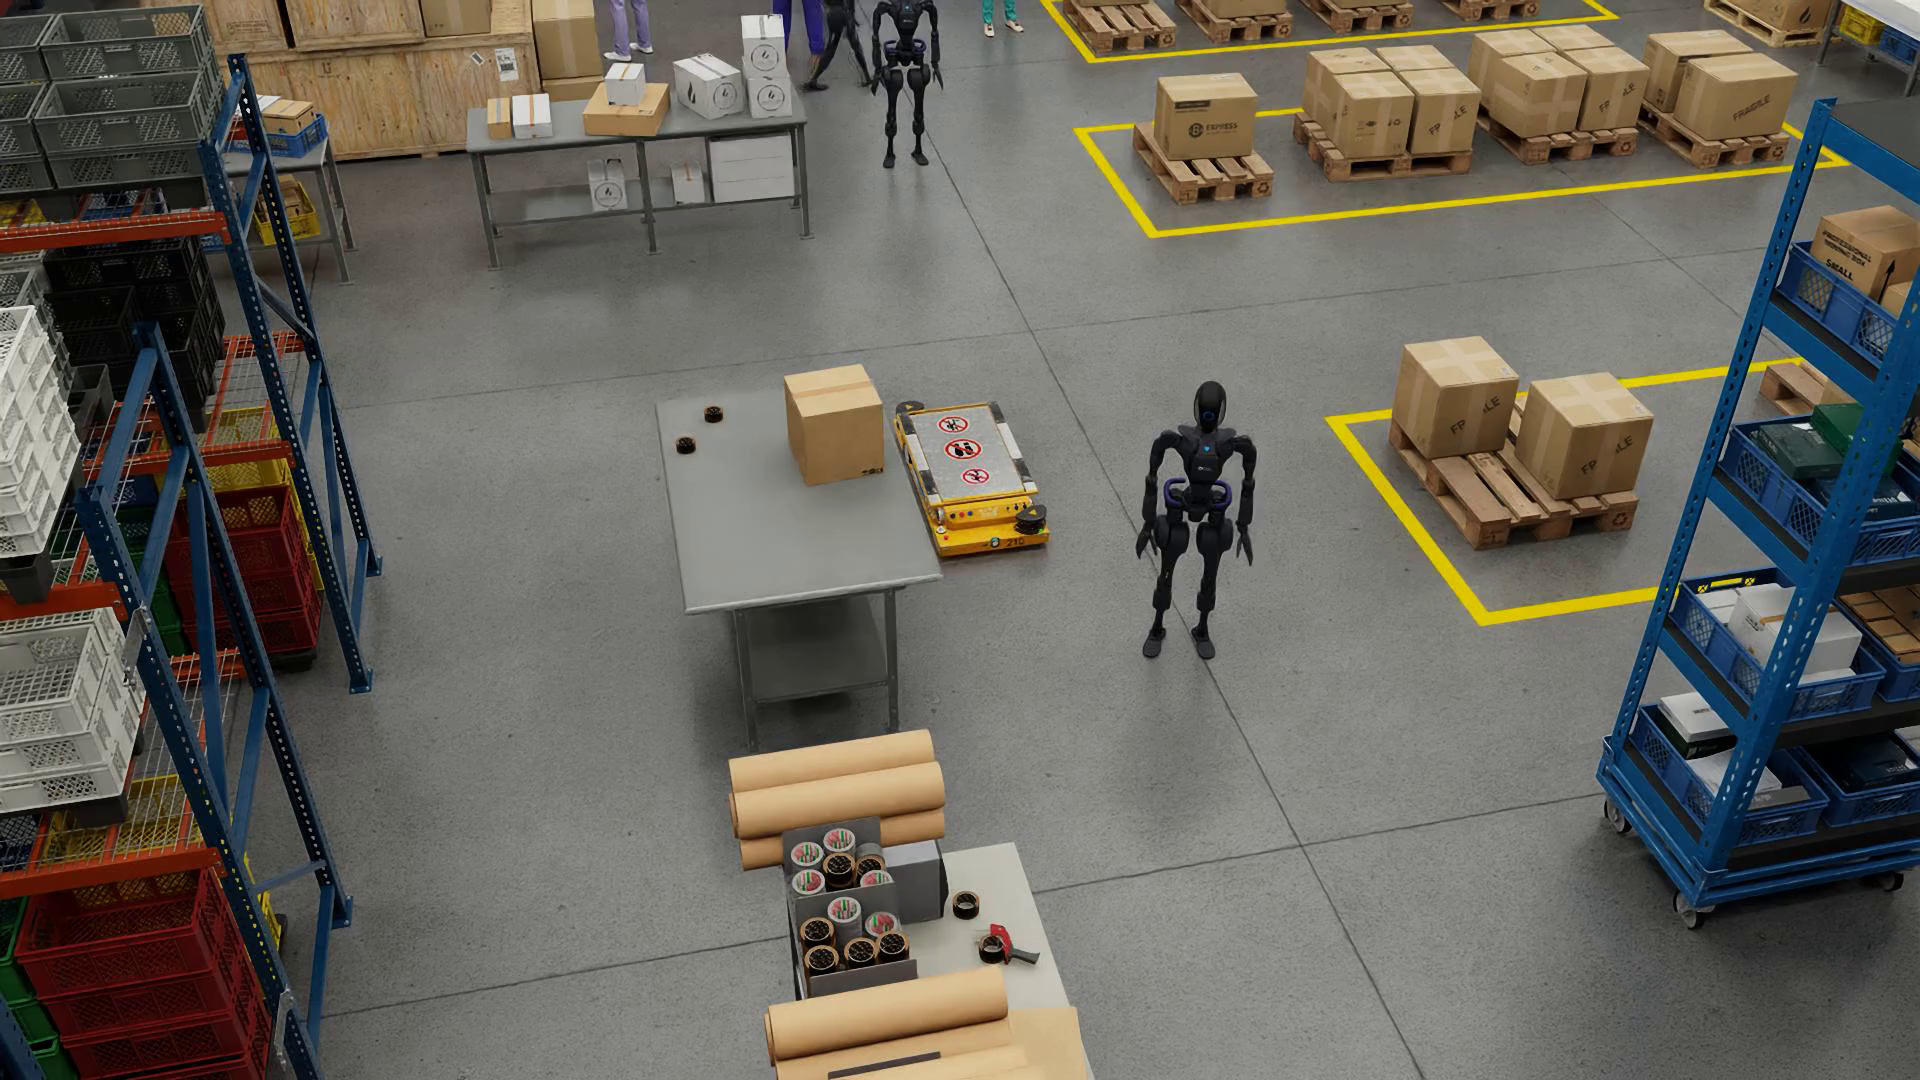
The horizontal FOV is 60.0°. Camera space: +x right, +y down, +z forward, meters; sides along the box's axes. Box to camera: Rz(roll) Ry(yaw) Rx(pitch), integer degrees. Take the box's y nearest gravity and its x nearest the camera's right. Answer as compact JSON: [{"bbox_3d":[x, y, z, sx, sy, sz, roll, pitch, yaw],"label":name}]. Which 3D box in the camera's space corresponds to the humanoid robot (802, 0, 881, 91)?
[{"bbox_3d":[-1.084,-4.809,14.885,0.776,1.609,0.667,-1,37,-1],"label":"humanoid robot"}]

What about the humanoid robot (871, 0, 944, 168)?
[{"bbox_3d":[-0.432,-3.846,13.533,0.590,1.654,0.328,-6,37,-8],"label":"humanoid robot"}]

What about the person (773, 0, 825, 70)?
[{"bbox_3d":[-1.509,-5.312,15.210,0.674,2.000,0.537,3,37,3],"label":"person"}]

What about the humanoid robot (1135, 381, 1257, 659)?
[{"bbox_3d":[1.202,-0.077,8.465,0.599,1.657,0.331,2,37,3],"label":"humanoid robot"}]

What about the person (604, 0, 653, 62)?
[{"bbox_3d":[-3.211,-5.445,15.496,0.405,1.918,0.582,25,43,30],"label":"person"}]

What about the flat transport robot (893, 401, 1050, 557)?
[{"bbox_3d":[0.046,-0.430,10.108,0.652,0.197,1.431,-8,37,-10],"label":"flat transport robot"}]

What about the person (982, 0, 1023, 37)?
[{"bbox_3d":[0.434,-5.776,16.061,0.523,1.768,0.316,-15,39,-19],"label":"person"}]
